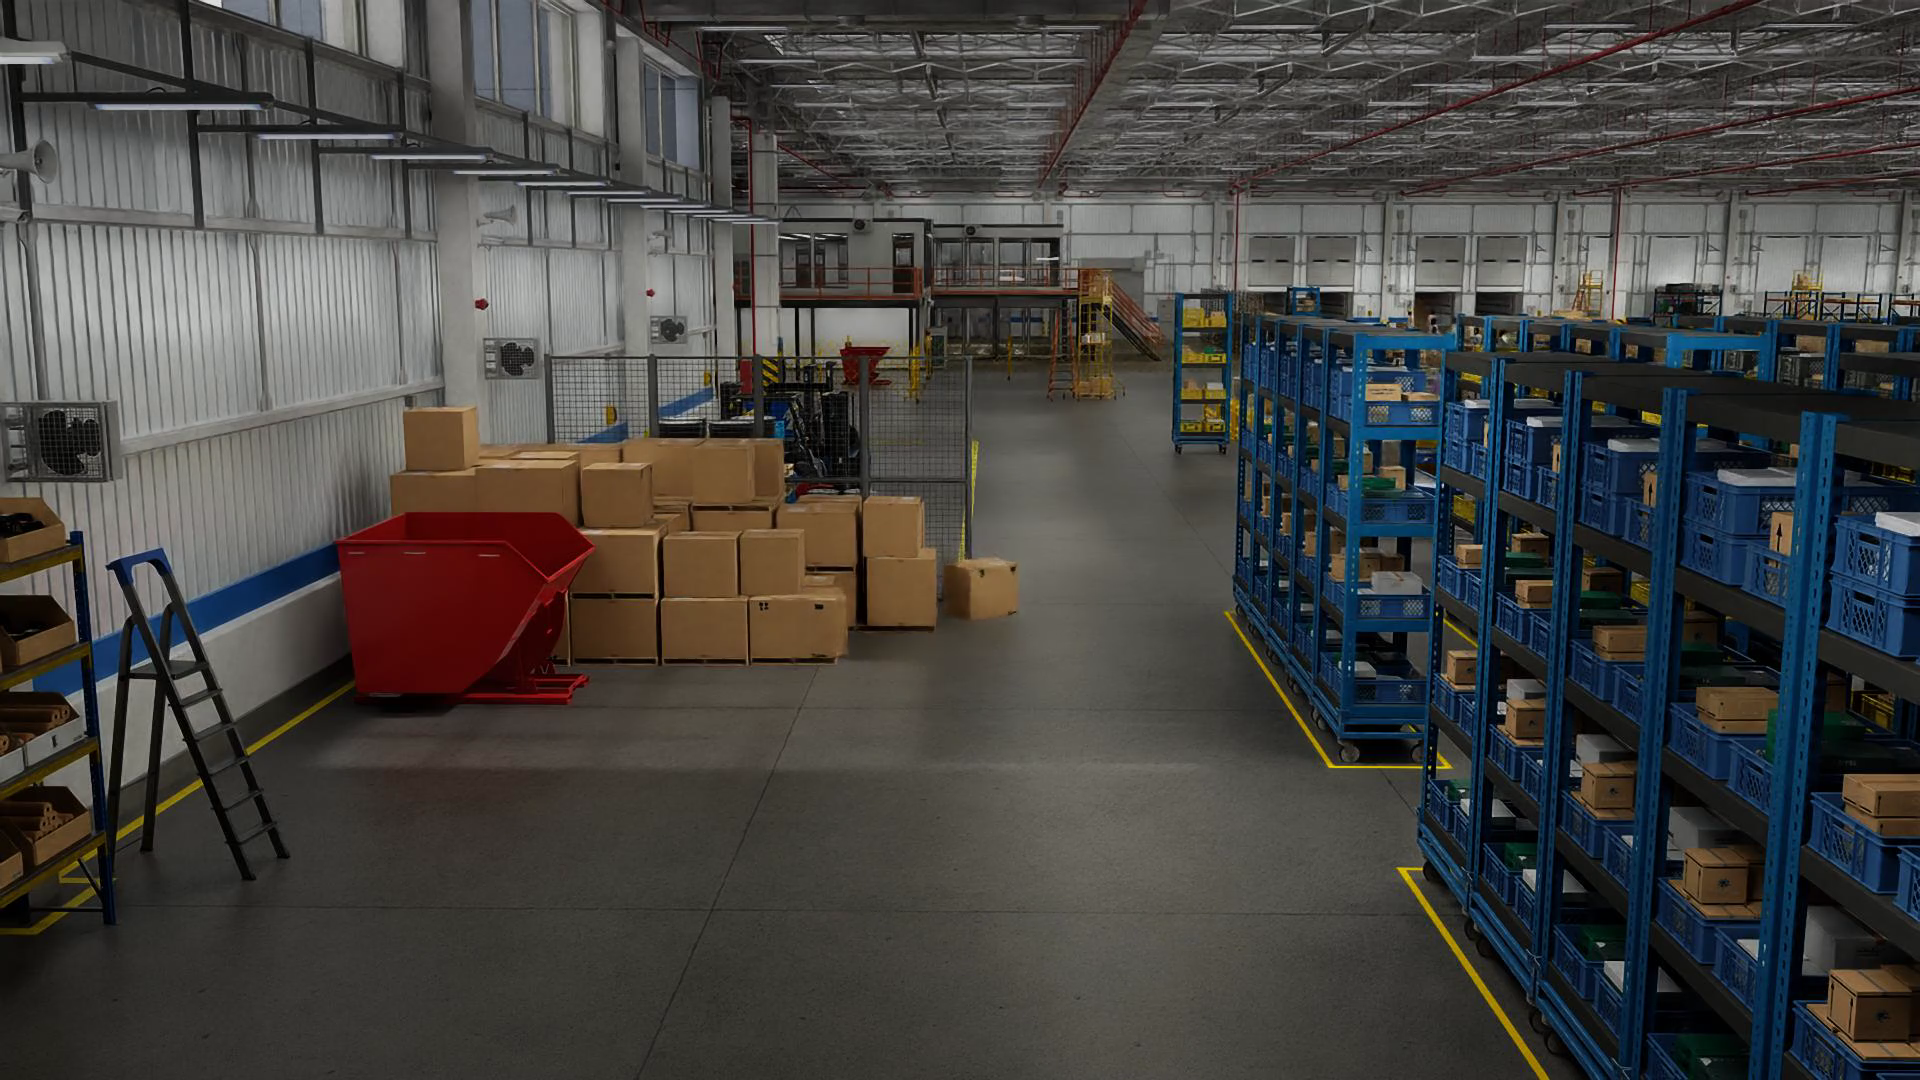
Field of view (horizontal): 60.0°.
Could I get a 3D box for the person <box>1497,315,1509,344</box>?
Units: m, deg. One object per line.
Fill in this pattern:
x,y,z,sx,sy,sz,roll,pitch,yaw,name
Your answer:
28.199,-10.768,86.261,0.519,1.828,0.962,-8,12,-40,person

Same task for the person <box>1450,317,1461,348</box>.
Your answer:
24.147,-9.949,81.057,0.465,1.860,0.605,-5,11,-29,person

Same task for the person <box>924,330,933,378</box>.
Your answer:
-1.223,-7.153,63.873,0.326,1.843,0.516,3,10,20,person

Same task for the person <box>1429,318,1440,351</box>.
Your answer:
22.186,-9.450,77.978,1.032,1.867,0.609,3,10,18,person

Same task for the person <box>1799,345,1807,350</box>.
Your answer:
28.081,-5.673,55.421,0.503,1.623,0.434,0,9,2,person

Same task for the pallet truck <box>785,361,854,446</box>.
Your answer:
-3.410,-3.193,38.978,1.885,1.965,0.823,0,9,-1,pallet truck

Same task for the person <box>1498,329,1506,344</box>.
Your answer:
20.902,-7.192,63.954,0.677,1.904,0.594,4,10,22,person

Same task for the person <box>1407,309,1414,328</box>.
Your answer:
25.607,-12.176,94.625,0.396,1.921,0.585,7,12,38,person

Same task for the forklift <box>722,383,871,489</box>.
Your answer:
-2.893,-1.687,28.729,2.680,1.987,1.157,0,9,-1,forklift

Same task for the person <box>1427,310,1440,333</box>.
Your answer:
27.280,-12.303,95.738,0.639,1.808,0.830,5,11,29,person

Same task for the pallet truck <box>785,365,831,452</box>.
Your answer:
-3.774,-2.976,37.635,1.885,1.965,0.823,1,9,5,pallet truck

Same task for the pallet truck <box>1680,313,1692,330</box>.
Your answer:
36.315,-10.531,84.244,0.823,1.965,1.885,-6,11,-33,pallet truck

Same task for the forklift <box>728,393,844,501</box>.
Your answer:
-2.979,-1.316,26.476,2.680,1.987,1.157,0,9,1,forklift

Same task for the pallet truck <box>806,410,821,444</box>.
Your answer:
-3.559,-2.018,33.905,1.522,1.261,0.704,0,9,-1,pallet truck

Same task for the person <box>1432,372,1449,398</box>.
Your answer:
11.145,-3.143,38.726,0.815,2.000,0.659,-6,11,-31,person

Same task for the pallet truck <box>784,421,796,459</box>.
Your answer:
-4.013,-1.793,32.705,1.601,1.201,0.680,0,9,1,pallet truck

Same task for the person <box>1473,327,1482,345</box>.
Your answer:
20.483,-7.515,66.021,0.513,1.876,0.328,-8,12,-40,person

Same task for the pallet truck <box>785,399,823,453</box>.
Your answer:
-3.814,-2.432,36.419,1.630,1.274,0.653,0,9,1,pallet truck

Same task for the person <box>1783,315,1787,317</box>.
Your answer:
40.388,-10.058,81.514,0.373,1.938,0.630,-4,10,-25,person
